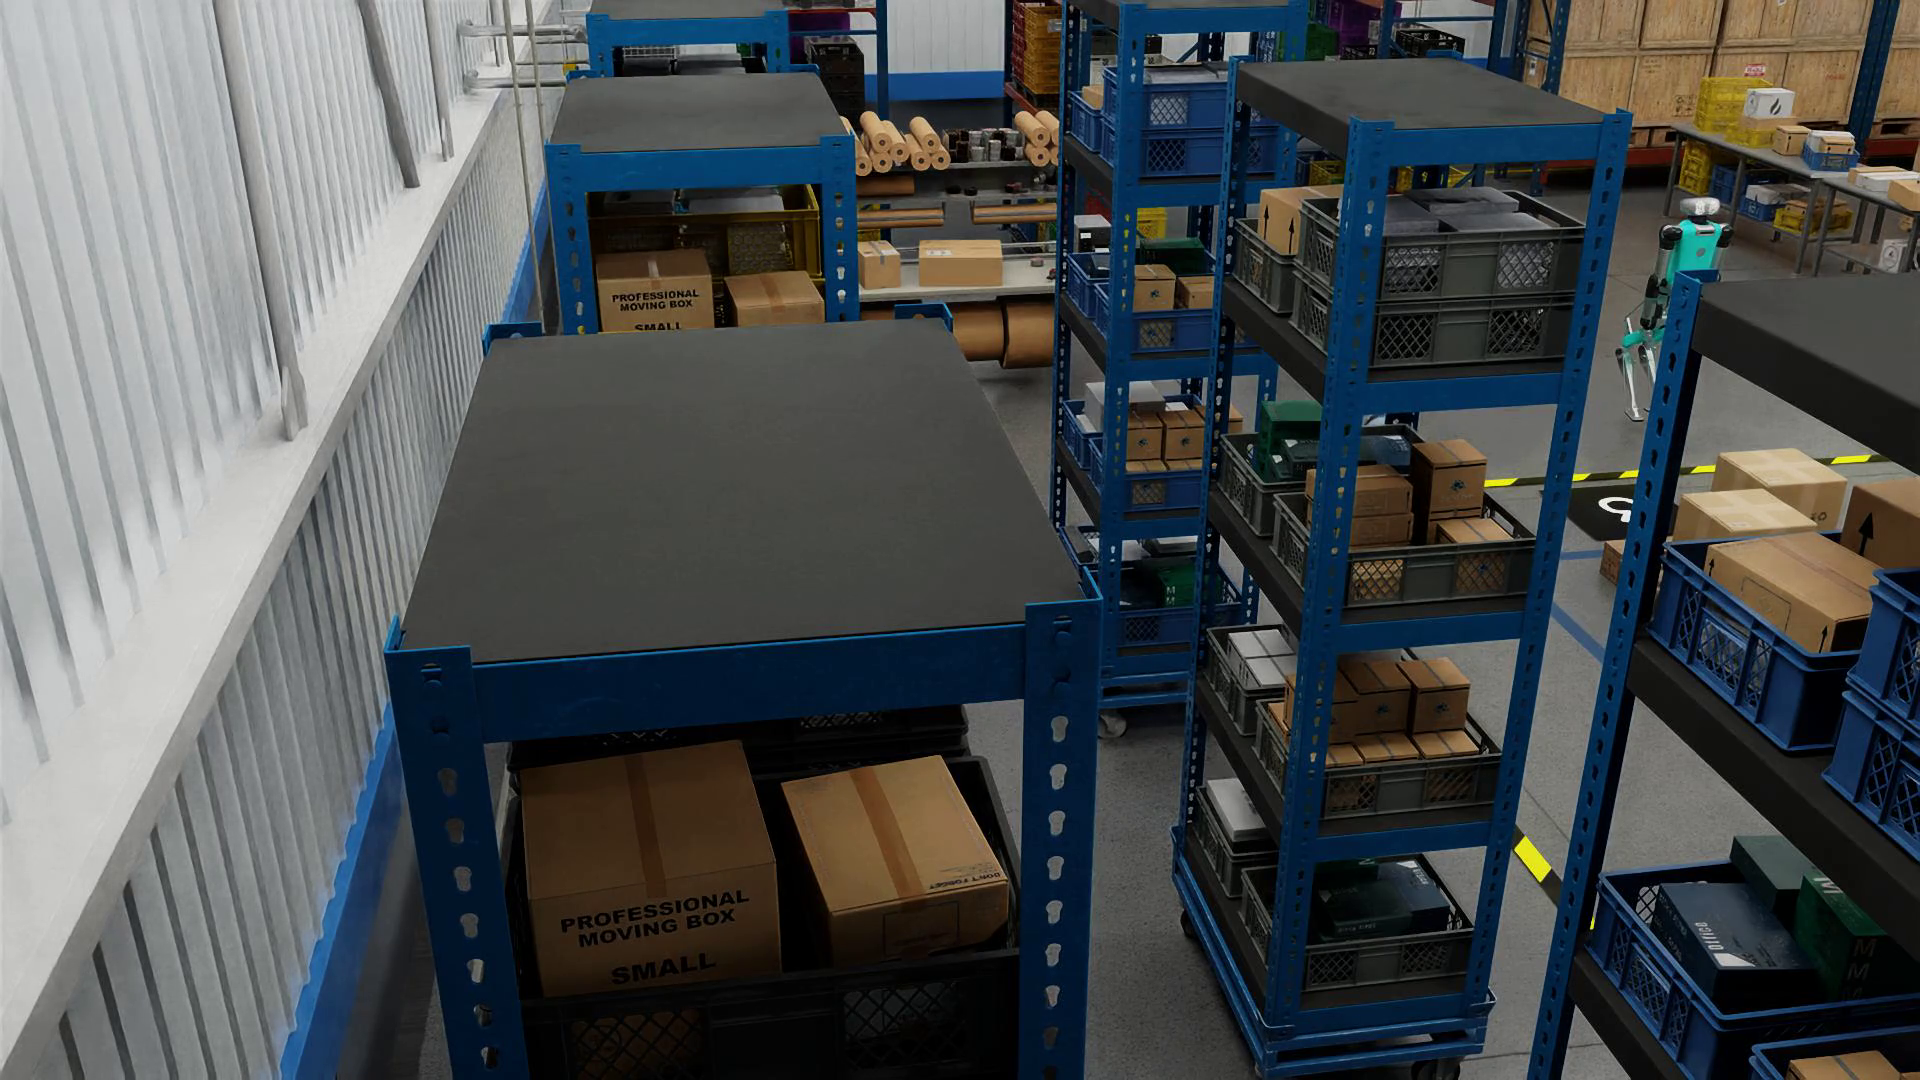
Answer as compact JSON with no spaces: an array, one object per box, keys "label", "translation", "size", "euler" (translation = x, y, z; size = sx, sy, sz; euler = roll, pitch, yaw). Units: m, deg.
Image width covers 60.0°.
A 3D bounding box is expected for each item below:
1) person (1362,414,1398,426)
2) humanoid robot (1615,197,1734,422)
[{"label":"person","translation":[1.892,0.262,7.836],"size":[0.586,1.852,0.380],"euler":[-3,25,-7]},{"label":"humanoid robot","translation":[5.108,-1.714,12.107],"size":[0.533,1.677,0.735],"euler":[-4,25,-9]}]
